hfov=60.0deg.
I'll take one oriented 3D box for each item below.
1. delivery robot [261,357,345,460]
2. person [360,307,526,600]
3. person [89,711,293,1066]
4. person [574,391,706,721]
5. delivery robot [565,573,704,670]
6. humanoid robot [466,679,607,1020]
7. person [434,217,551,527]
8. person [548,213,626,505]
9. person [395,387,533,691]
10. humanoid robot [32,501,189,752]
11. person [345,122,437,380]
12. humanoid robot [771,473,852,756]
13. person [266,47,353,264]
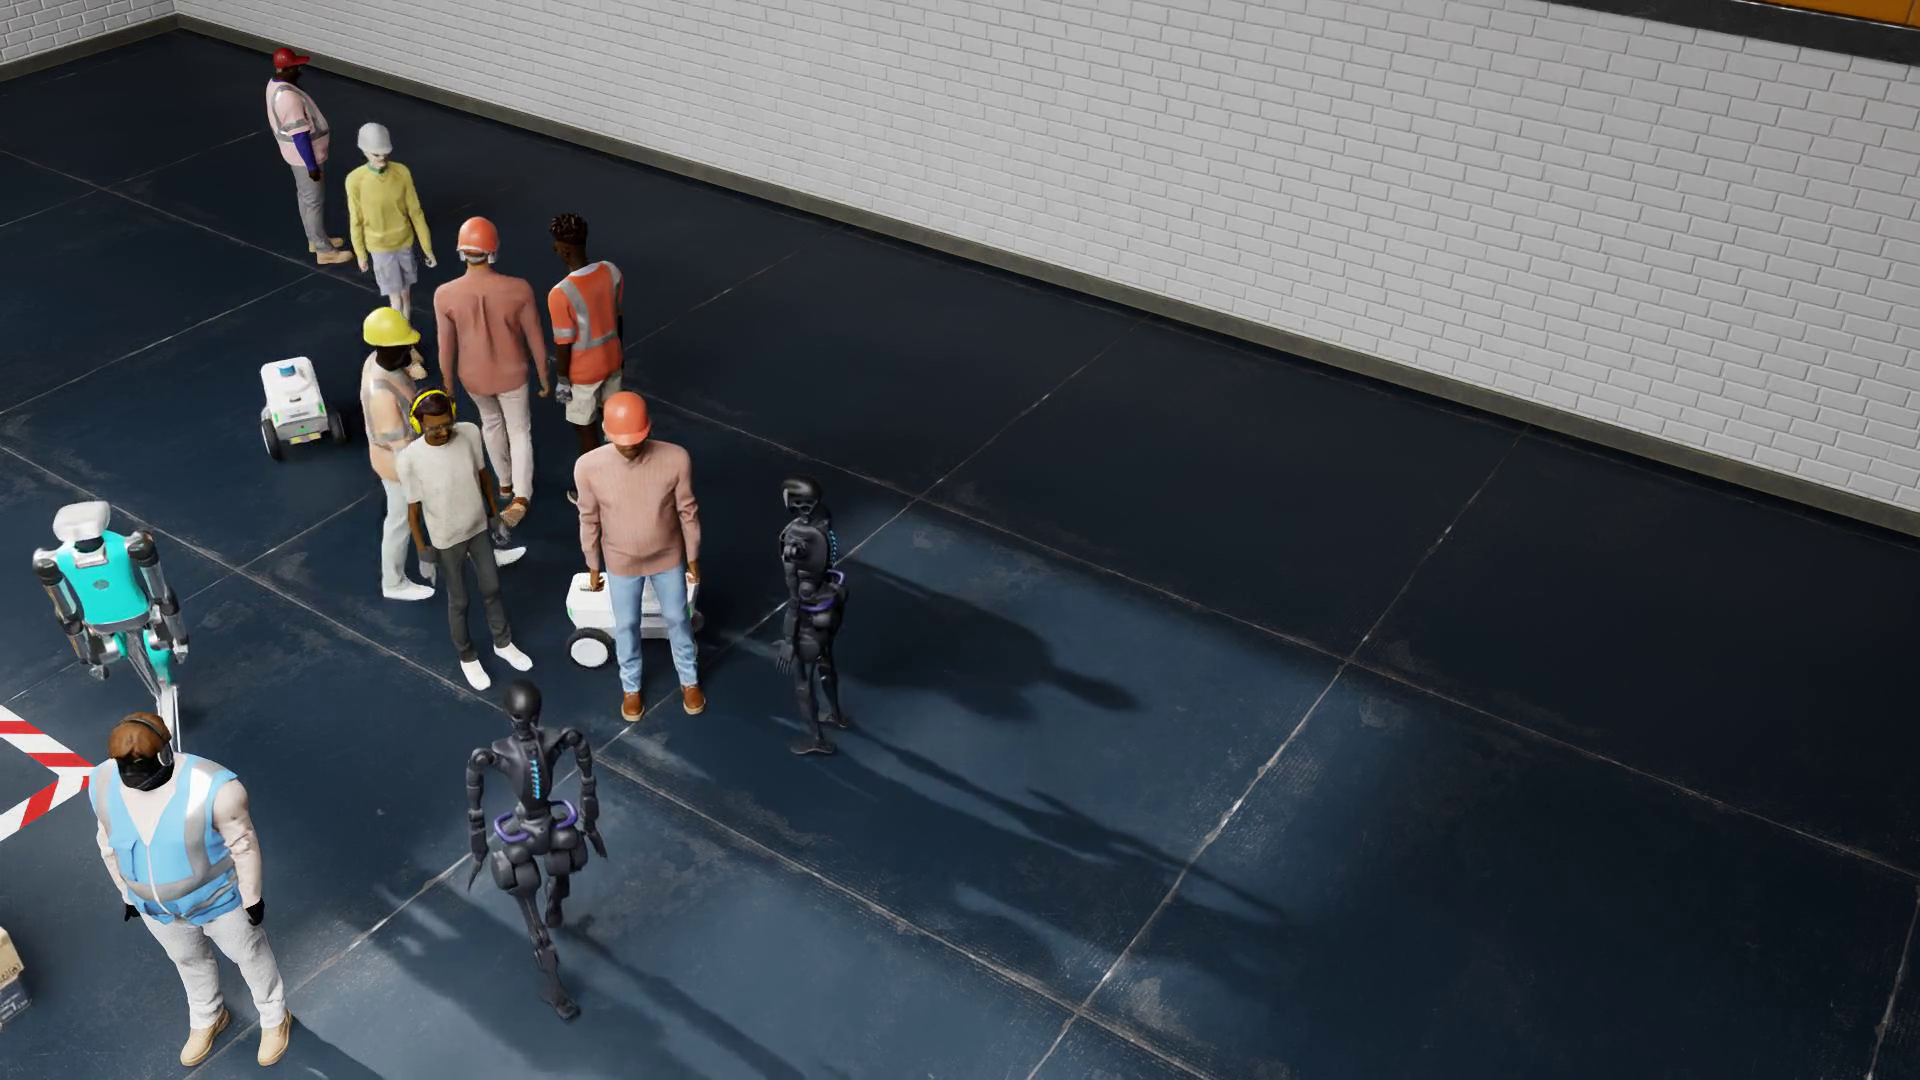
[{"bbox_3d":[-4.528,-0.921,11.337,0.506,0.604,0.775,-15,38,-20],"label":"delivery robot"},{"bbox_3d":[-3.058,-0.473,9.531,0.889,1.884,0.601,-6,35,-8],"label":"person"},{"bbox_3d":[-3.154,1.448,6.822,0.625,1.846,0.429,1,35,1],"label":"person"},{"bbox_3d":[-1.642,0.093,8.636,0.614,1.986,0.394,-7,36,-9],"label":"person"},{"bbox_3d":[-1.850,0.389,9.446,0.774,0.581,0.499,0,35,0],"label":"delivery robot"},{"bbox_3d":[-1.873,1.277,7.241,0.620,1.619,0.760,-17,39,-23],"label":"humanoid robot"},{"bbox_3d":[-2.847,-0.990,10.215,0.664,1.954,0.808,-3,35,-4],"label":"person"},{"bbox_3d":[-2.308,-1.108,10.386,0.388,1.951,0.610,17,38,22],"label":"person"},{"bbox_3d":[-2.660,-0.011,8.899,0.353,1.855,0.527,28,44,34],"label":"person"},{"bbox_3d":[-4.193,0.397,8.439,0.530,1.726,1.065,-12,37,-17],"label":"humanoid robot"},{"bbox_3d":[-3.975,-2.044,11.787,0.492,1.867,0.681,-27,43,-33],"label":"person"},{"bbox_3d":[-0.751,0.375,8.498,0.311,1.656,0.609,10,36,14],"label":"humanoid robot"},{"bbox_3d":[-5.260,-3.100,13.399,0.420,1.751,0.622,-18,39,-23],"label":"person"}]
